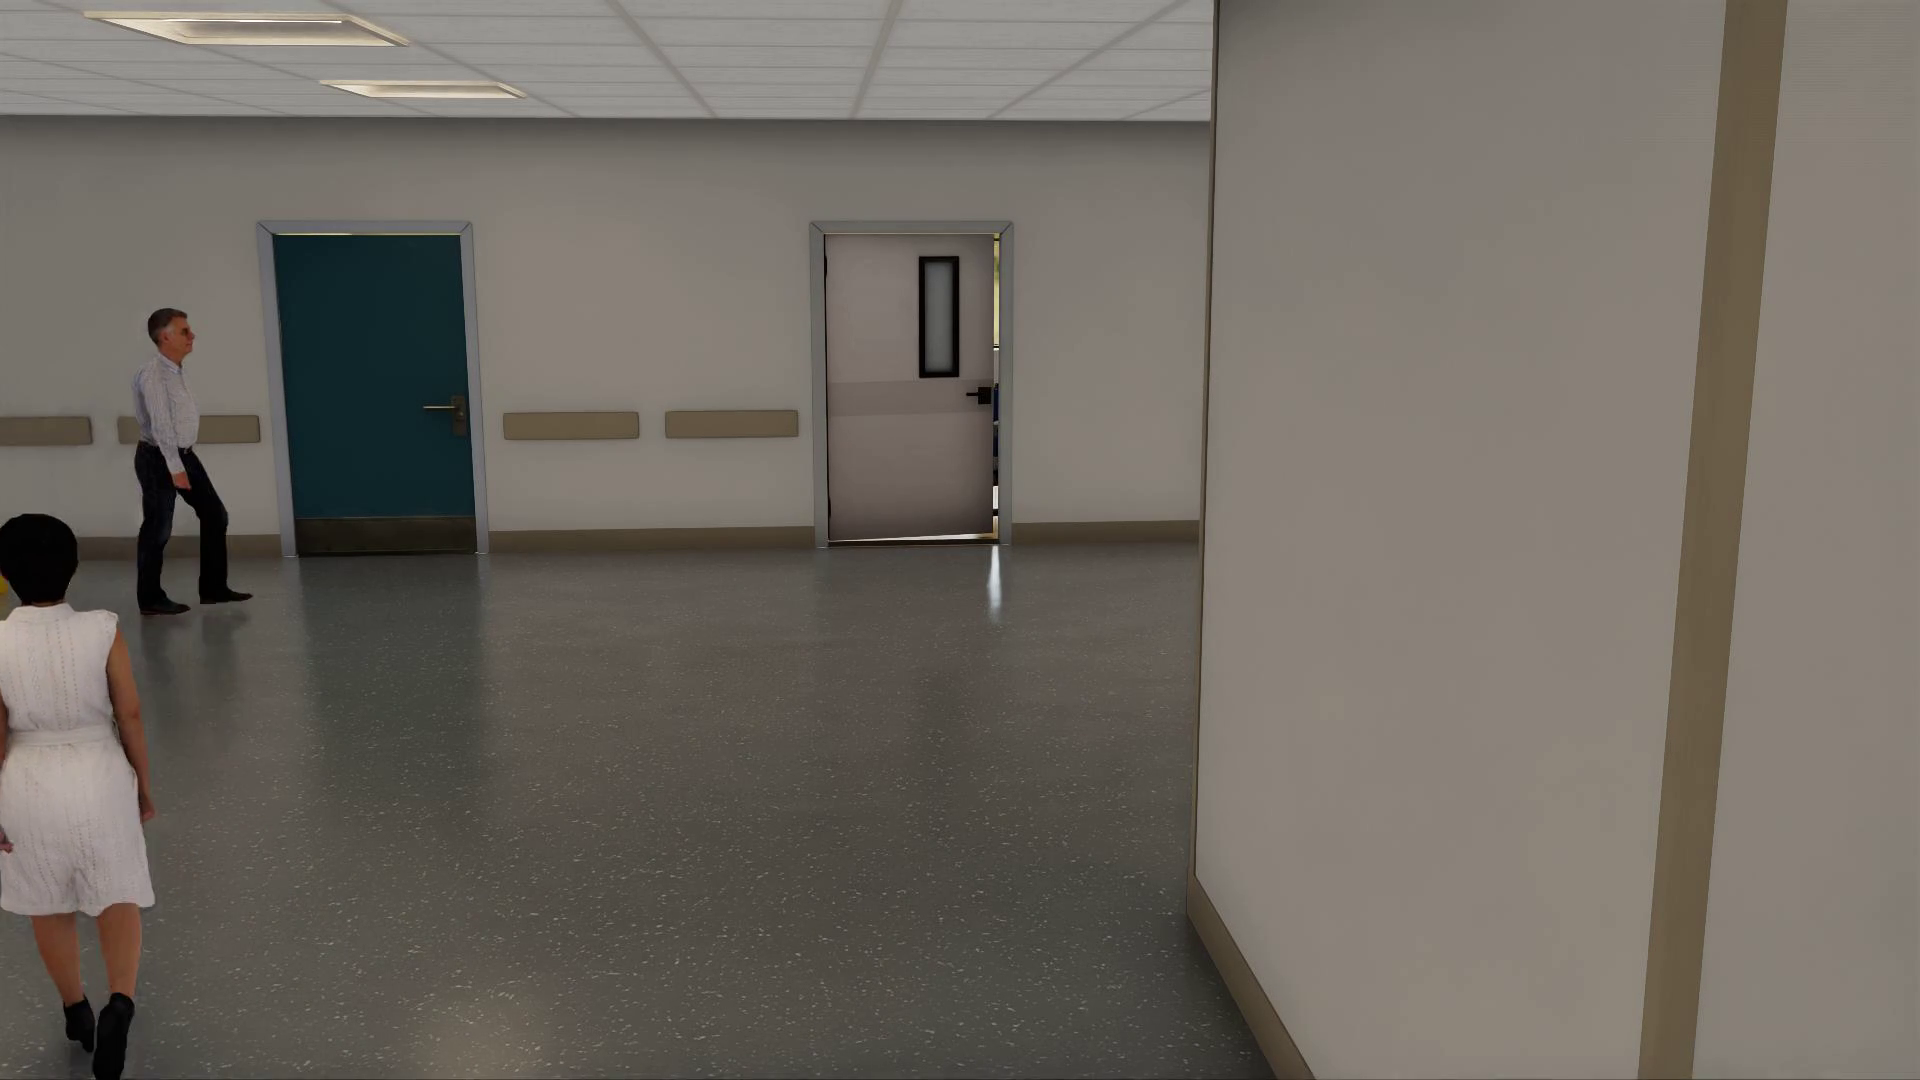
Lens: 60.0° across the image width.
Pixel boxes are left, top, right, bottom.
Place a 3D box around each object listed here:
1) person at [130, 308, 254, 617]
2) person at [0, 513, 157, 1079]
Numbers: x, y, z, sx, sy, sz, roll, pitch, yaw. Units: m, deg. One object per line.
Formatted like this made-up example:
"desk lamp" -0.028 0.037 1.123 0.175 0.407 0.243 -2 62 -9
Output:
"person" -4.709 -0.438 9.718 0.838 1.796 0.705 0 11 2
"person" -2.335 0.711 4.365 0.949 1.535 0.861 -6 13 -31
